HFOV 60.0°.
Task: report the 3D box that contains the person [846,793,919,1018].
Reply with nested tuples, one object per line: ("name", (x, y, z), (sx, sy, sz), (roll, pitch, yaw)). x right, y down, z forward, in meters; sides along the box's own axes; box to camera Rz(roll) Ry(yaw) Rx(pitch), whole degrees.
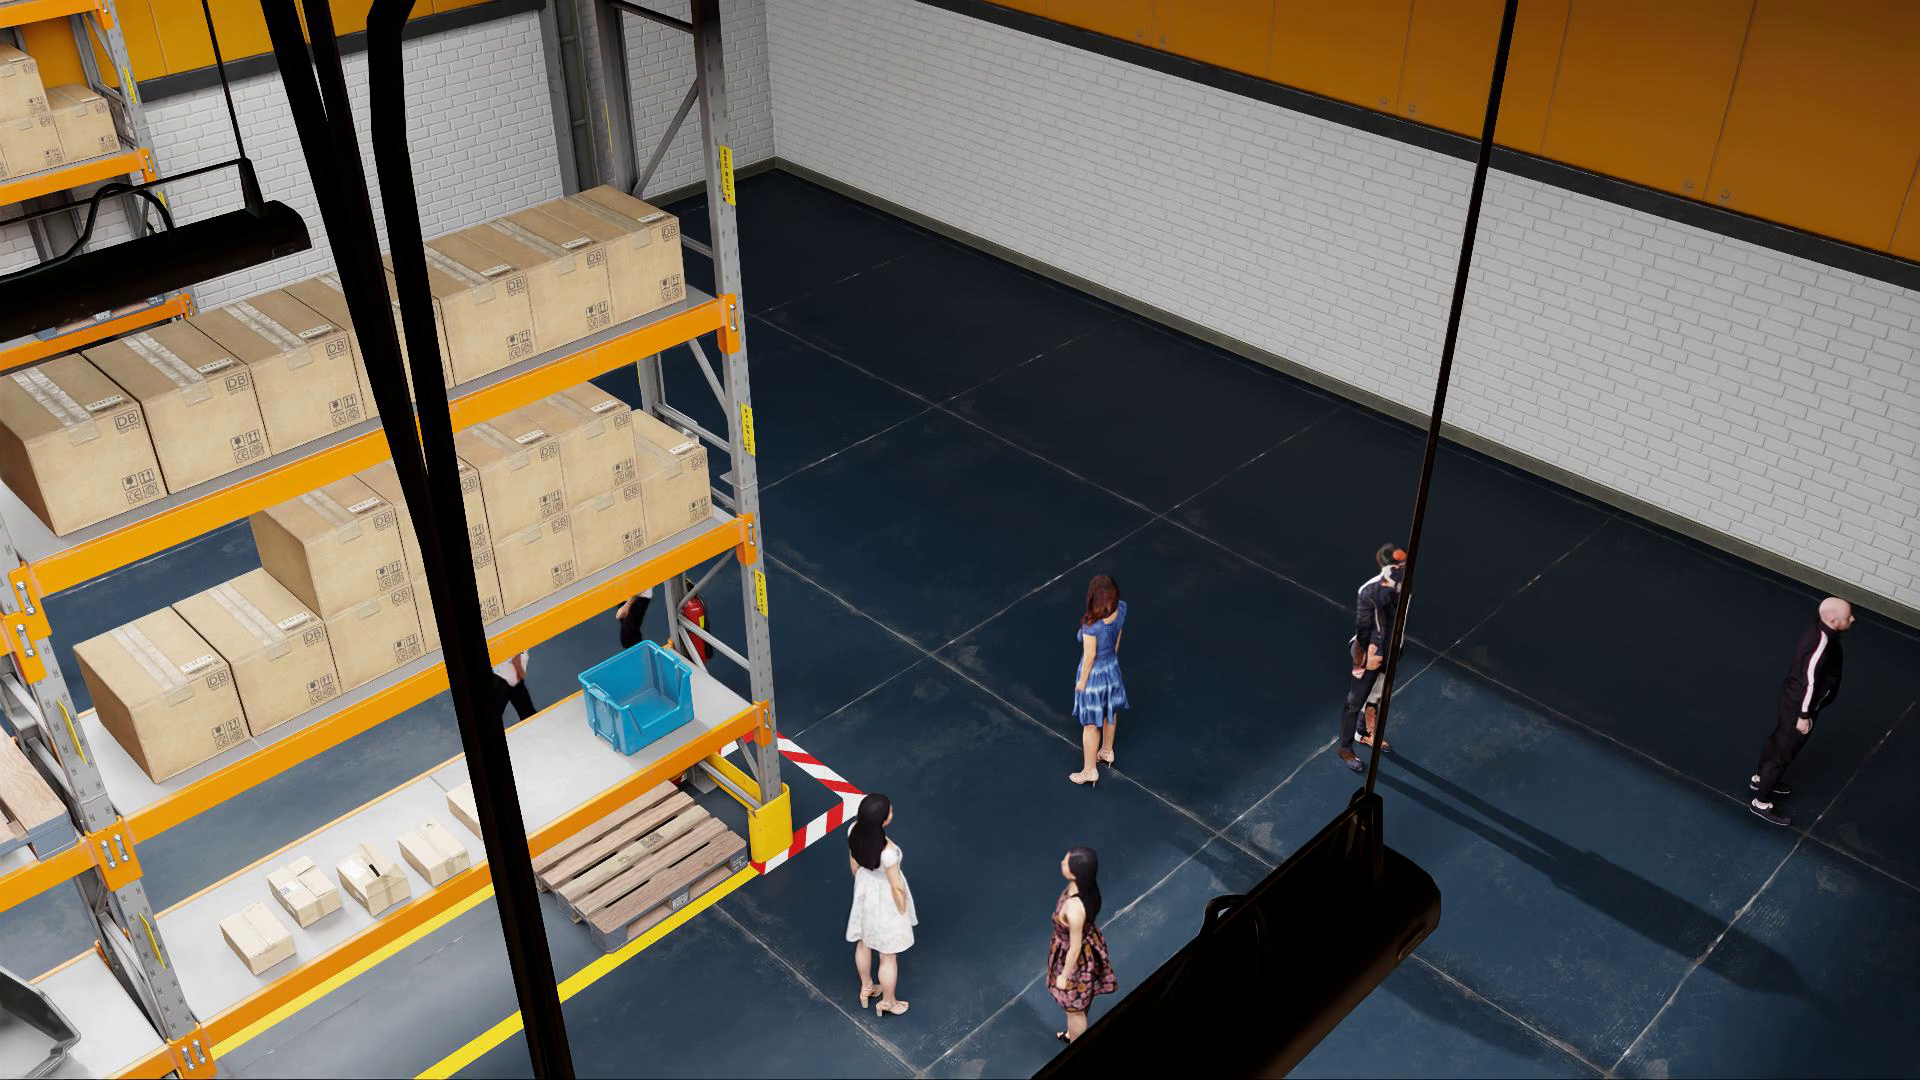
("person", (-0.497, 2.244, 10.228), (0.607, 1.775, 0.629), (-29, 43, -36))

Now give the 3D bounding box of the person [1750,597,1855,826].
("person", (5.954, 1.162, 11.799), (0.802, 1.837, 0.646), (14, 36, 20))

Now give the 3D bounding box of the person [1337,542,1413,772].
("person", (3.068, 0.824, 12.257), (0.545, 1.893, 0.752), (-24, 41, -32))

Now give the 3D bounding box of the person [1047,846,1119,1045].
("person", (0.681, 2.477, 9.878), (0.854, 1.774, 0.774), (8, 34, 12))

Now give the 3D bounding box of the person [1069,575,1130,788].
("person", (0.999, 1.010, 12.056), (0.758, 1.806, 0.552), (22, 39, 29))
